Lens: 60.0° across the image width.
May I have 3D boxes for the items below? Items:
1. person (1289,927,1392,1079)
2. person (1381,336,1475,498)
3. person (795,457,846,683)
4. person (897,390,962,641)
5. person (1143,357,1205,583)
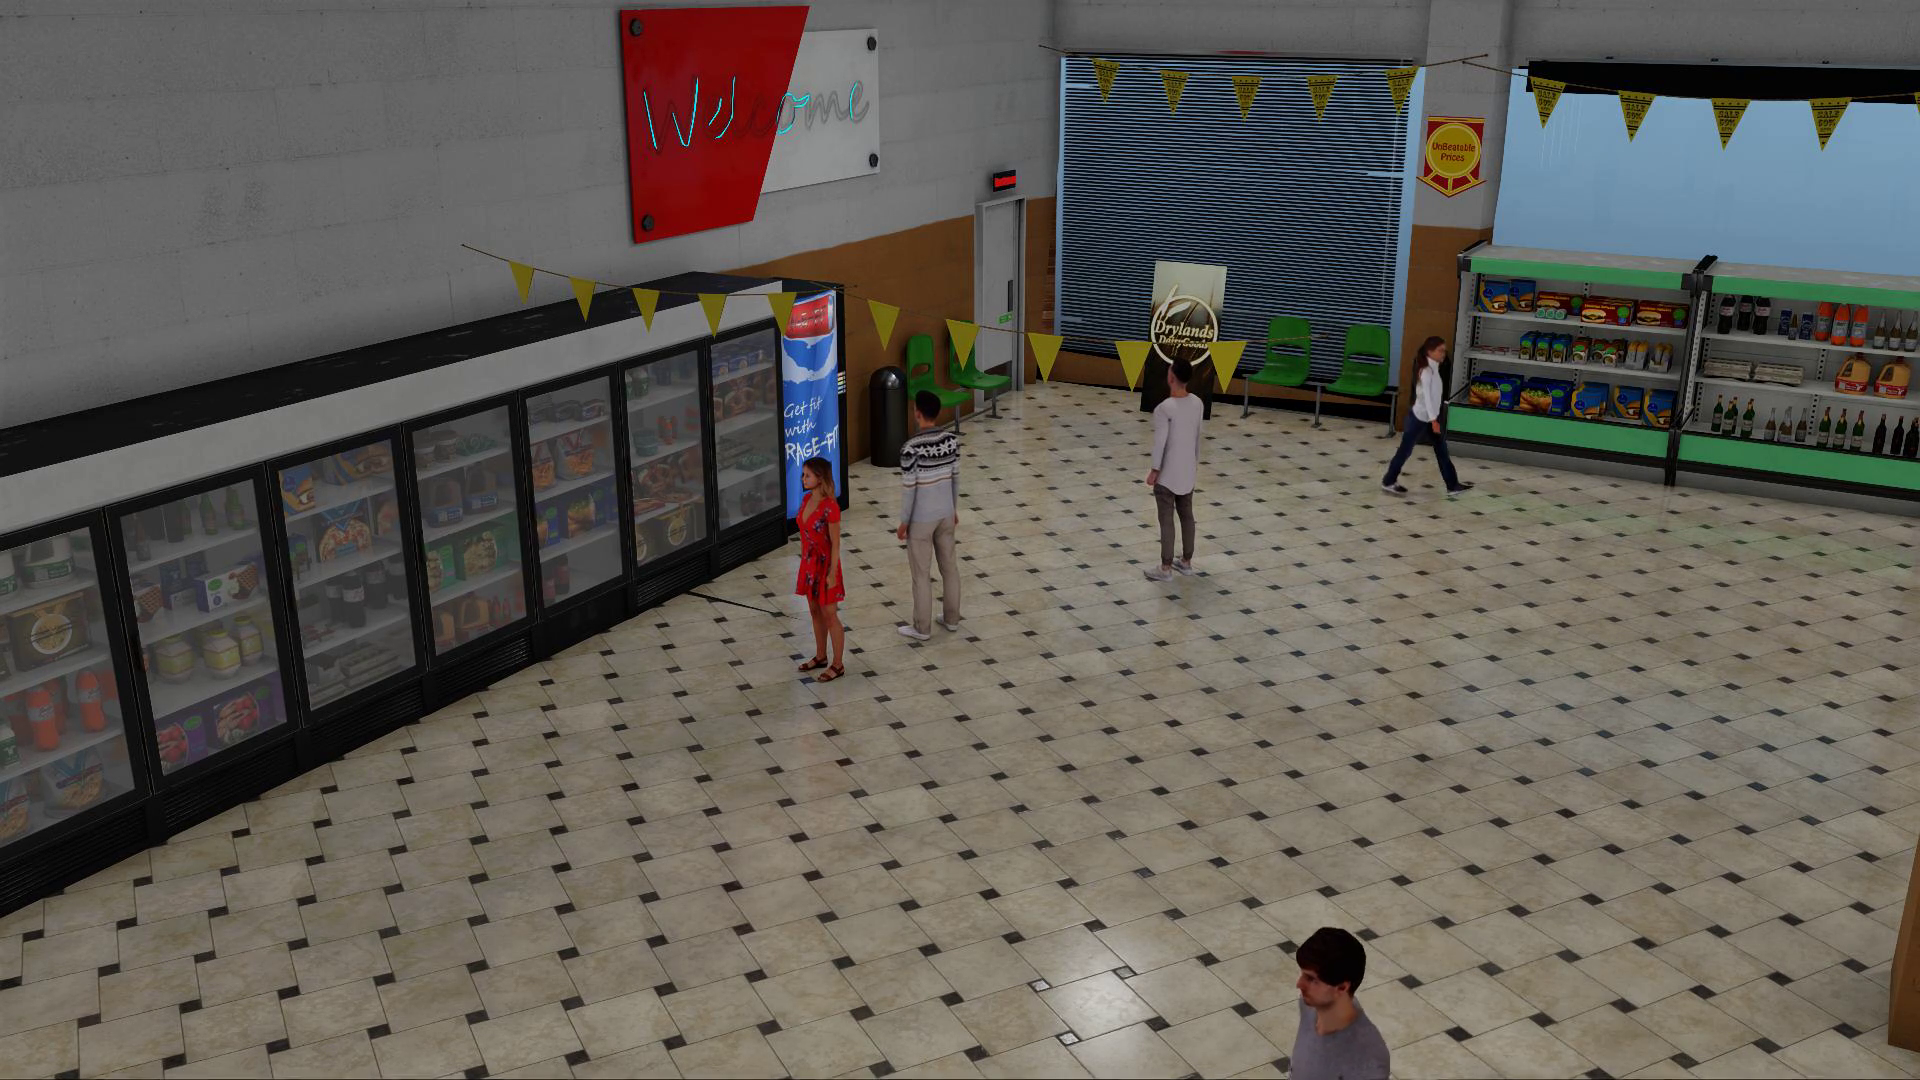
[{"bbox_3d":[1.300,2.093,5.518,1.068,1.822,0.979,-3,19,-8],"label":"person"},{"bbox_3d":[4.258,-1.132,15.568,1.081,1.512,0.597,13,23,34],"label":"person"},{"bbox_3d":[-0.955,0.193,11.513,0.711,1.592,0.599,-13,23,-35],"label":"person"},{"bbox_3d":[-0.214,-0.185,12.211,0.759,1.862,0.708,-14,23,-36],"label":"person"},{"bbox_3d":[1.742,-0.578,13.411,0.744,1.840,0.708,-14,23,-35],"label":"person"}]
